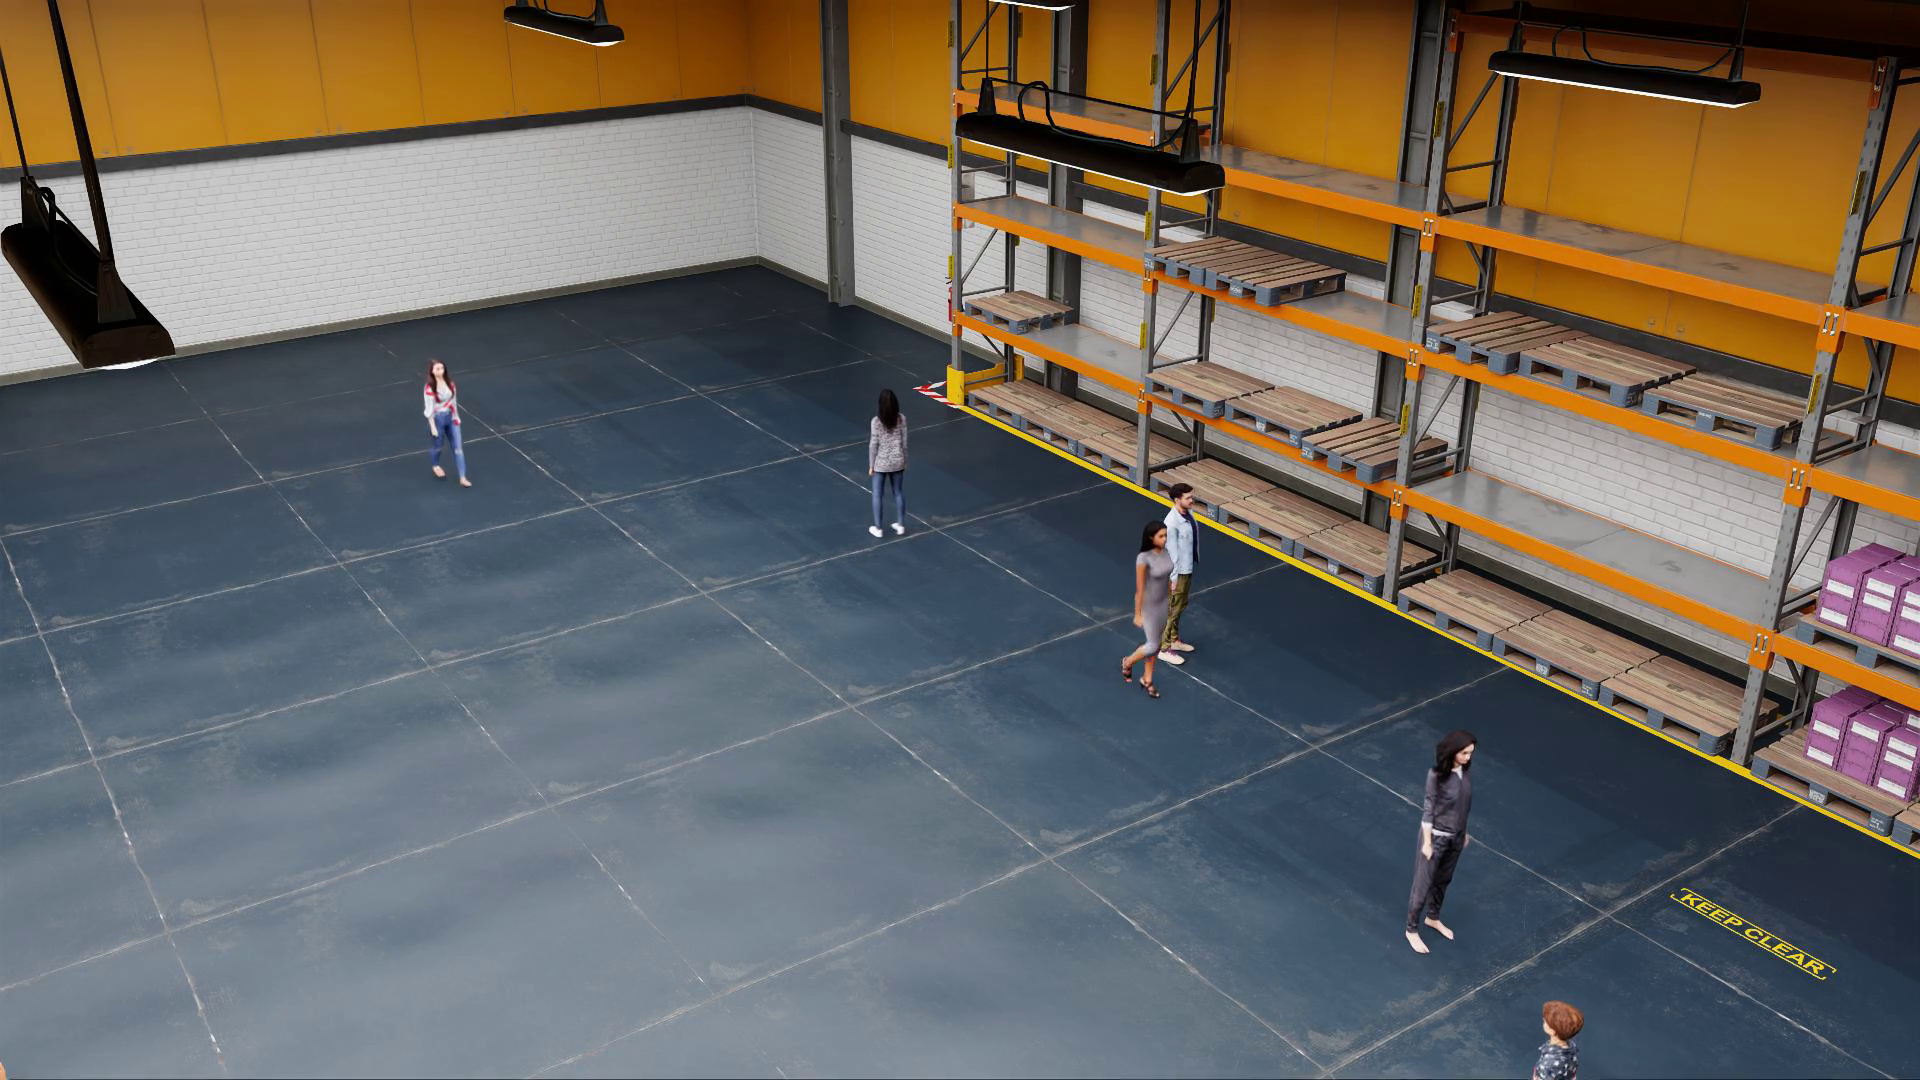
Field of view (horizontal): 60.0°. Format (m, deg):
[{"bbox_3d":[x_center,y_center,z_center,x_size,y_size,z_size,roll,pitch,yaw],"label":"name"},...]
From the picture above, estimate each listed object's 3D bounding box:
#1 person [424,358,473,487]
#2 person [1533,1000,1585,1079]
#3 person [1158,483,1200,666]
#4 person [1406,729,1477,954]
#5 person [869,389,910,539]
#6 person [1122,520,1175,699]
[{"bbox_3d":[-6.376,-1.447,20.377,0.708,1.572,1.104,-21,31,-39],"label":"person"},{"bbox_3d":[3.477,3.335,9.646,0.586,1.405,0.918,-19,30,-37],"label":"person"},{"bbox_3d":[2.102,0.297,16.087,0.750,1.812,0.762,11,26,24],"label":"person"},{"bbox_3d":[3.464,2.122,11.977,0.588,1.761,0.498,-15,28,-31],"label":"person"},{"bbox_3d":[-0.808,-0.875,18.875,0.658,1.727,0.589,-10,26,-22],"label":"person"},{"bbox_3d":[1.711,0.623,15.395,0.755,1.771,0.656,22,32,40],"label":"person"}]
